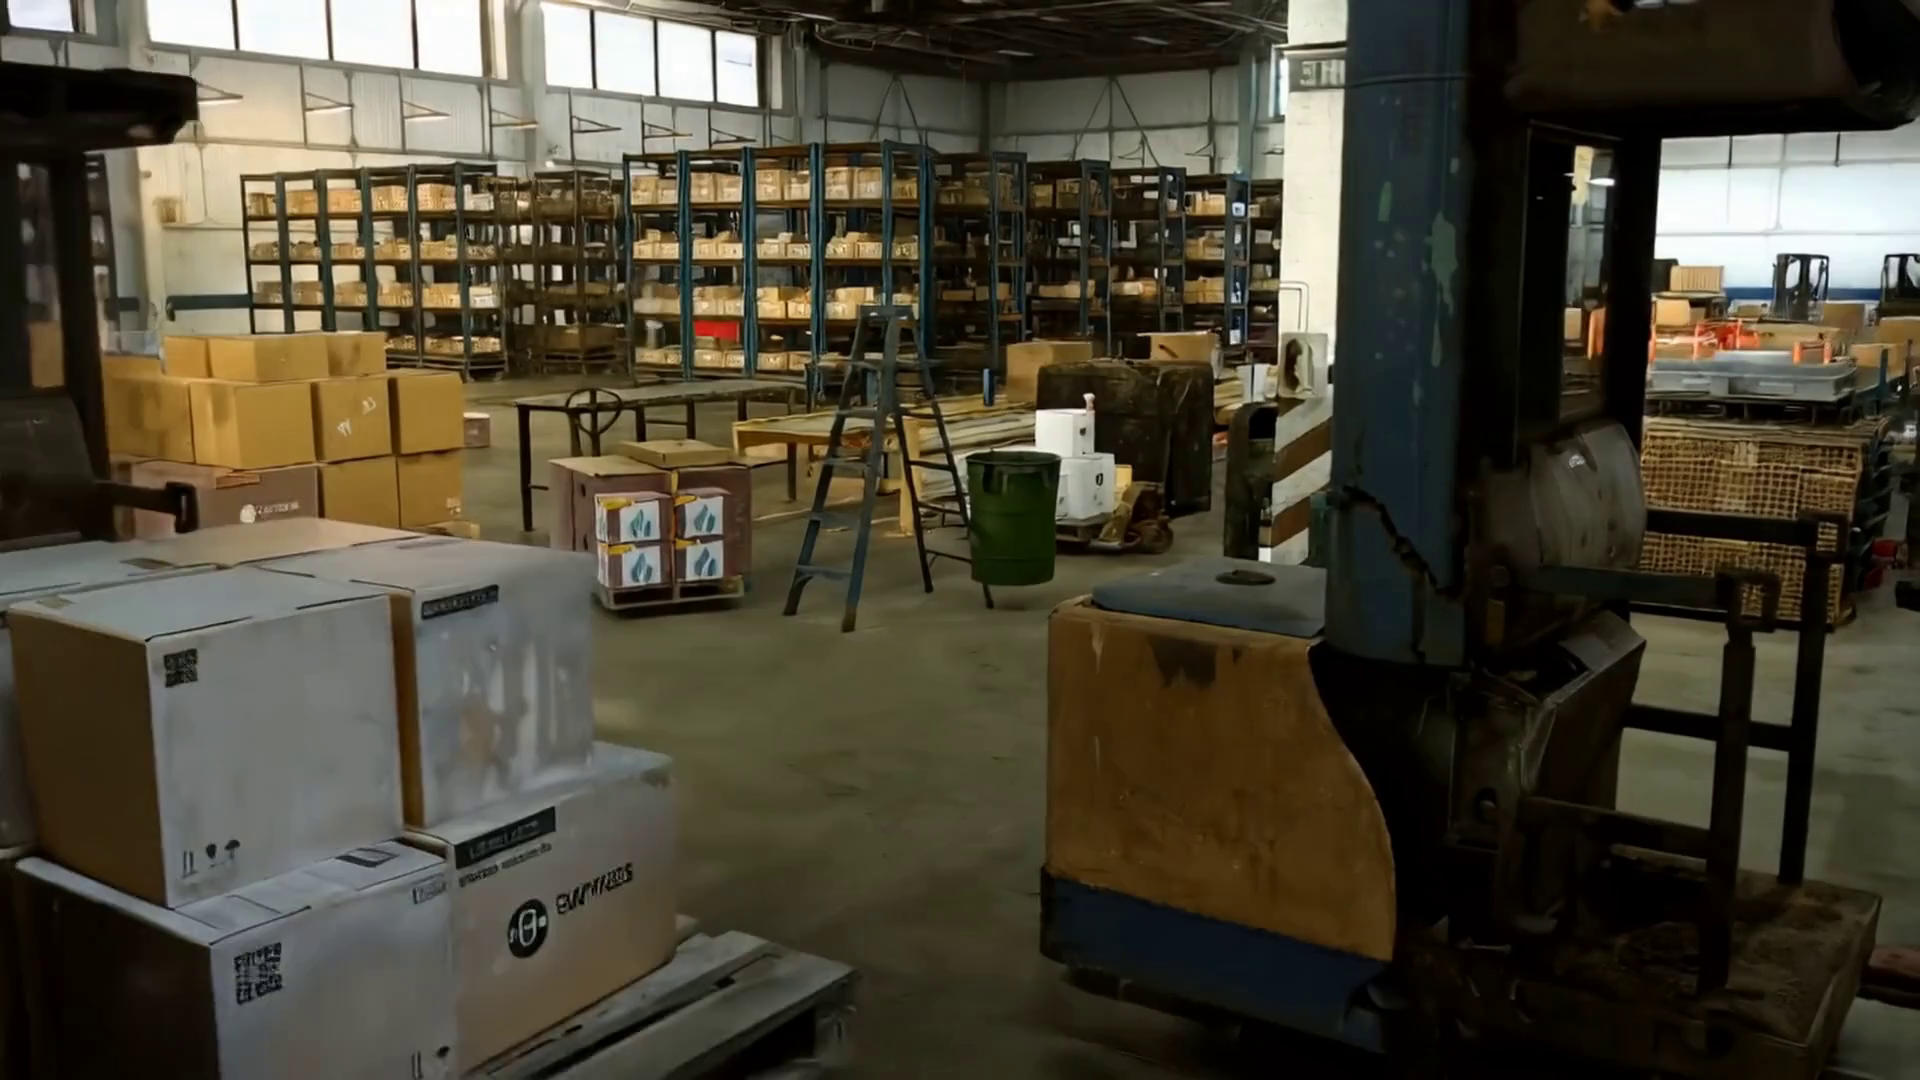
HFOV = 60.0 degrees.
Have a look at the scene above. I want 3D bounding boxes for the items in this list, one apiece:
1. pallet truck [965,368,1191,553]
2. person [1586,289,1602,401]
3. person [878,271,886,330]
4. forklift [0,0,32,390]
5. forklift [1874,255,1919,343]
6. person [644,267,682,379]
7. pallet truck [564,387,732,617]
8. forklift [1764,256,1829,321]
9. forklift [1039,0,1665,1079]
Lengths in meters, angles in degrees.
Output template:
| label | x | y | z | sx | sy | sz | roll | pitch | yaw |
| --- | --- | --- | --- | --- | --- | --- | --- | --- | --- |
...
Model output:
| label | x | y | z | sx | sy | sz | roll | pitch | yaw |
| --- | --- | --- | --- | --- | --- | --- | --- | --- | --- |
| pallet truck | 0.845 | -0.609 | 11.869 | 1.630 | 1.274 | 0.653 | 7 | 12 | 35 |
| person | 8.965 | -2.701 | 23.095 | 0.508 | 1.721 | 0.880 | 4 | 10 | 23 |
| person | -1.608 | -5.046 | 36.802 | 0.663 | 1.801 | 0.591 | 8 | 12 | 38 |
| forklift | -3.240 | -0.228 | 4.901 | 1.873 | 2.768 | 1.129 | 7 | 12 | 35 |
| forklift | 22.089 | -5.634 | 38.796 | 1.157 | 1.987 | 2.680 | 6 | 11 | 33 |
| person | -4.987 | -3.641 | 28.078 | 0.914 | 1.913 | 0.646 | -9 | 13 | -42 |
| pallet truck | -1.981 | -0.274 | 10.088 | 0.680 | 1.201 | 1.601 | -5 | 11 | -28 |
| forklift | 20.253 | -5.854 | 40.139 | 1.157 | 1.987 | 2.680 | 7 | 12 | 35 |
| forklift | 1.249 | -0.137 | 4.360 | 1.873 | 2.768 | 1.129 | 7 | 12 | 35 |
